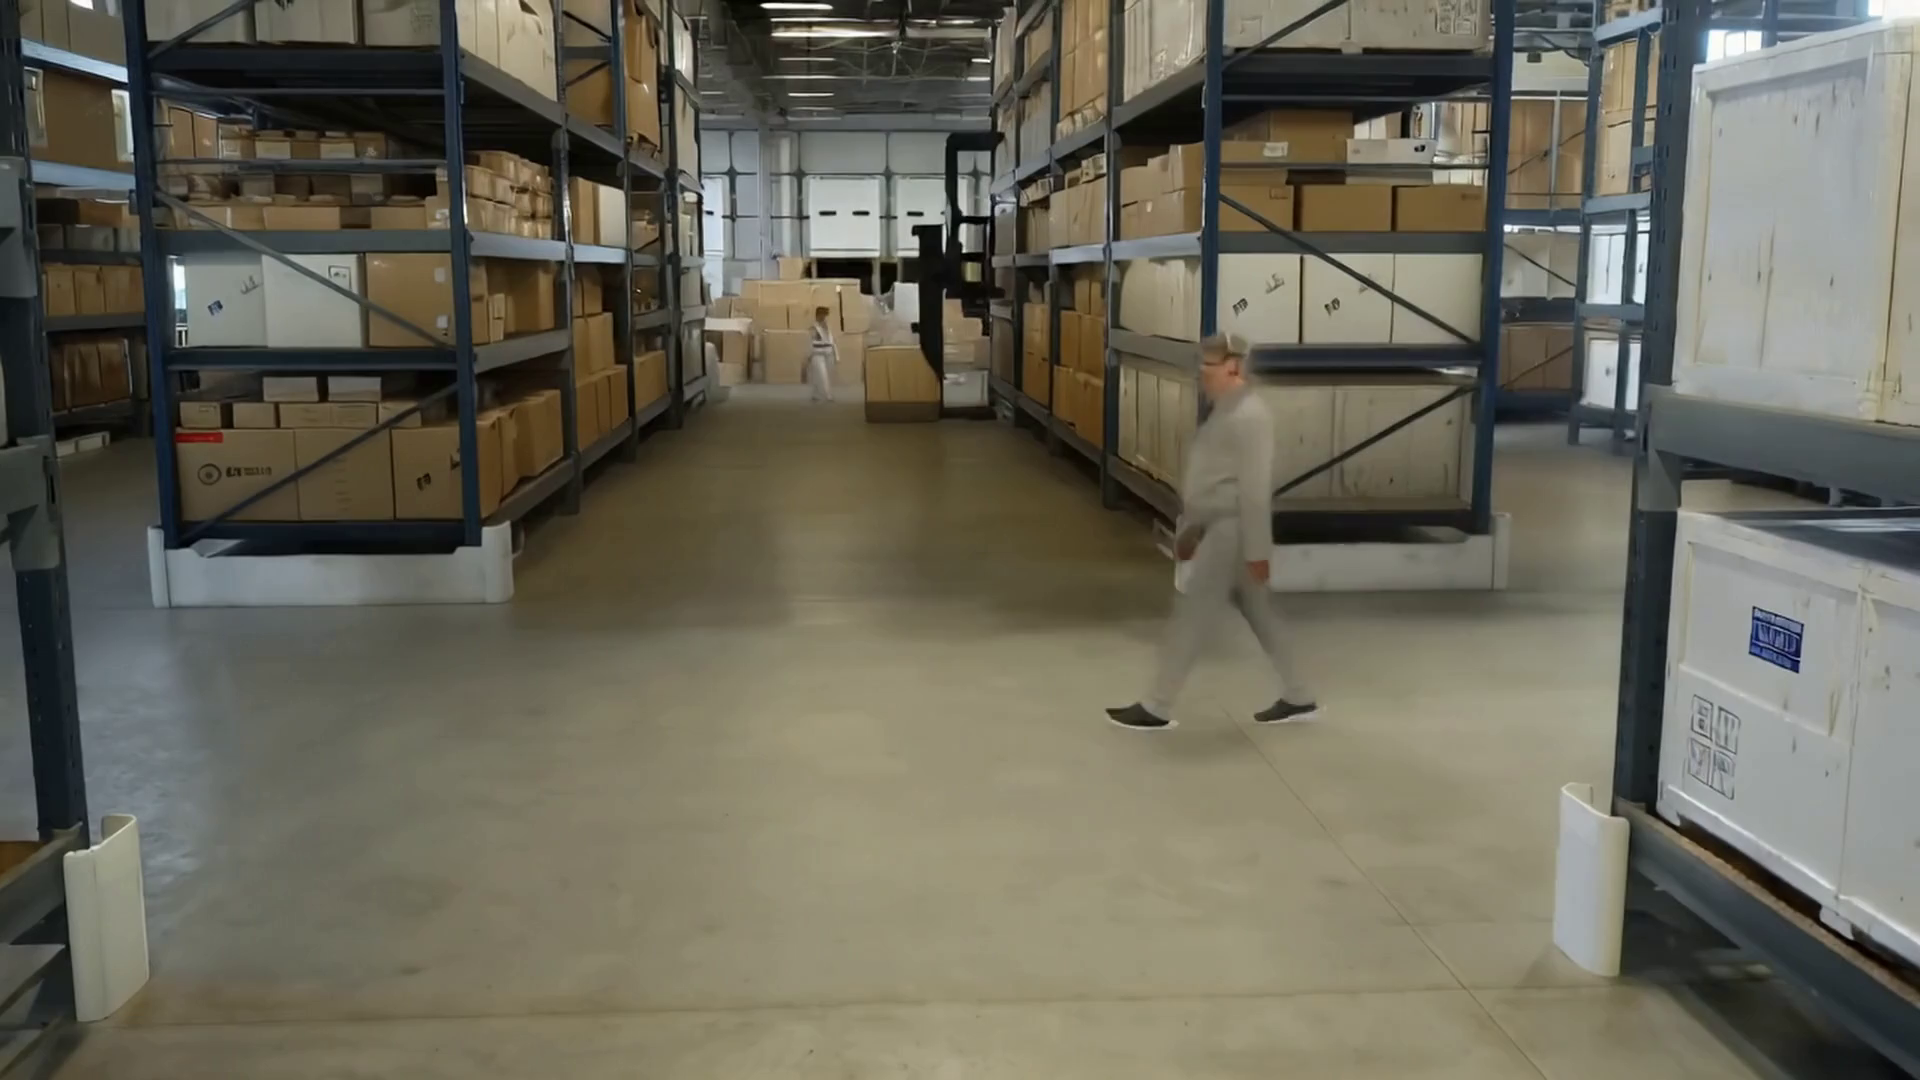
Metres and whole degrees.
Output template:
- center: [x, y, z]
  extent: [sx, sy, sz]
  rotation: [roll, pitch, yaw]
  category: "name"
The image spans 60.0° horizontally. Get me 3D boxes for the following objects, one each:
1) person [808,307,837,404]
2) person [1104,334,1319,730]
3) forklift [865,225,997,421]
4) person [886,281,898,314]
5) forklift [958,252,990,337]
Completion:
- center: [-2.296, -3.057, 27.508]
  extent: [0.523, 1.606, 0.808]
  rotation: [-8, 12, -42]
  category: "person"
- center: [1.230, -0.026, 7.733]
  extent: [1.019, 1.853, 0.652]
  rotation: [0, 9, 3]
  category: "person"
- center: [-0.448, -3.154, 24.135]
  extent: [1.873, 2.768, 1.129]
  rotation: [-1, 9, -4]
  category: "forklift"
- center: [-2.001, -7.115, 51.994]
  extent: [0.641, 1.932, 0.374]
  rotation: [0, 9, -3]
  category: "person"
- center: [0.387, -7.328, 50.344]
  extent: [1.129, 2.768, 1.873]
  rotation: [-1, 9, -4]
  category: "forklift"
